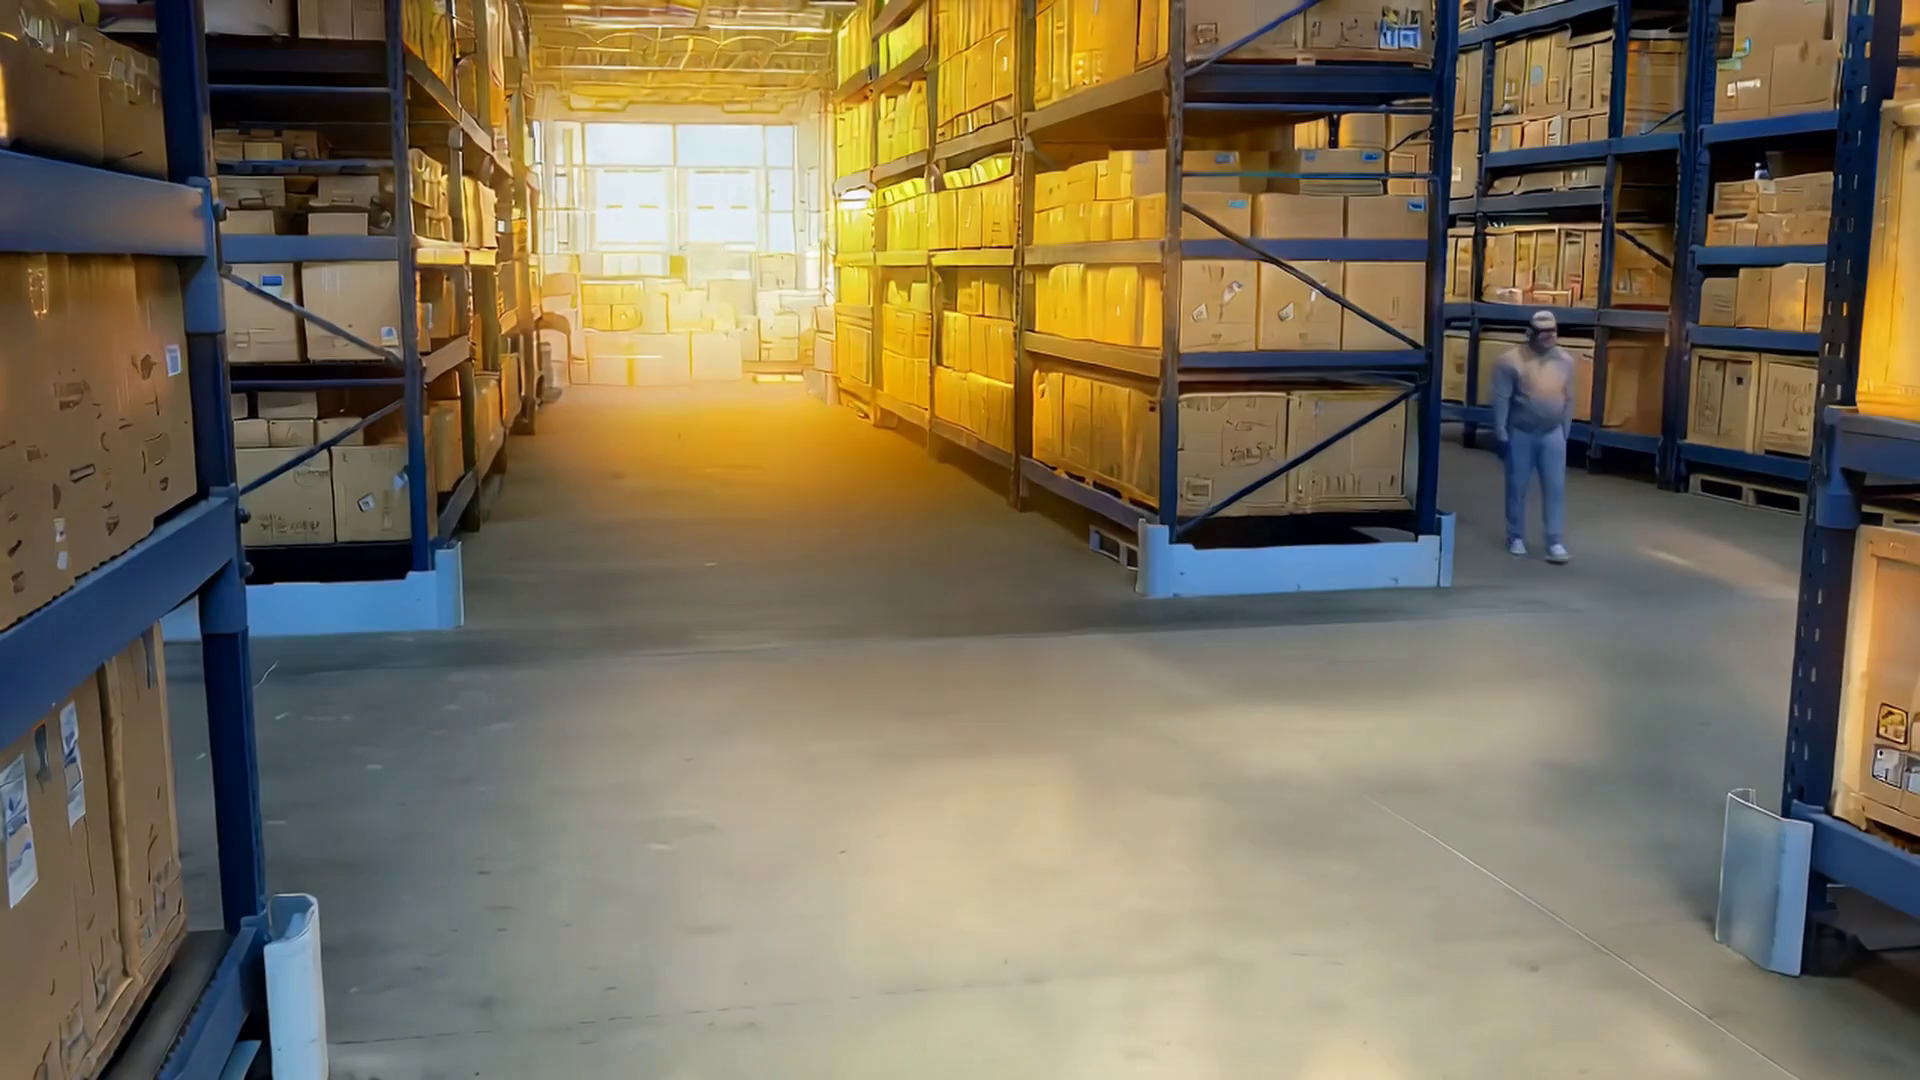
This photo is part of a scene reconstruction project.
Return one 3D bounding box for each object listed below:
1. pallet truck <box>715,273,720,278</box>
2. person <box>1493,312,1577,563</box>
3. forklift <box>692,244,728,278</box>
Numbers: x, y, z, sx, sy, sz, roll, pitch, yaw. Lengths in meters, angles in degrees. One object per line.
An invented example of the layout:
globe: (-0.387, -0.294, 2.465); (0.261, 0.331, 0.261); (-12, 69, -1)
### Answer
pallet truck: (-8.580, -8.986, 62.280); (1.885, 1.965, 0.823); (1, 9, 5)
person: (4.356, -0.764, 12.553); (0.651, 1.875, 0.868); (1, 9, 4)
forklift: (-6.687, -6.532, 44.641); (1.129, 2.768, 1.873); (1, 9, 8)
